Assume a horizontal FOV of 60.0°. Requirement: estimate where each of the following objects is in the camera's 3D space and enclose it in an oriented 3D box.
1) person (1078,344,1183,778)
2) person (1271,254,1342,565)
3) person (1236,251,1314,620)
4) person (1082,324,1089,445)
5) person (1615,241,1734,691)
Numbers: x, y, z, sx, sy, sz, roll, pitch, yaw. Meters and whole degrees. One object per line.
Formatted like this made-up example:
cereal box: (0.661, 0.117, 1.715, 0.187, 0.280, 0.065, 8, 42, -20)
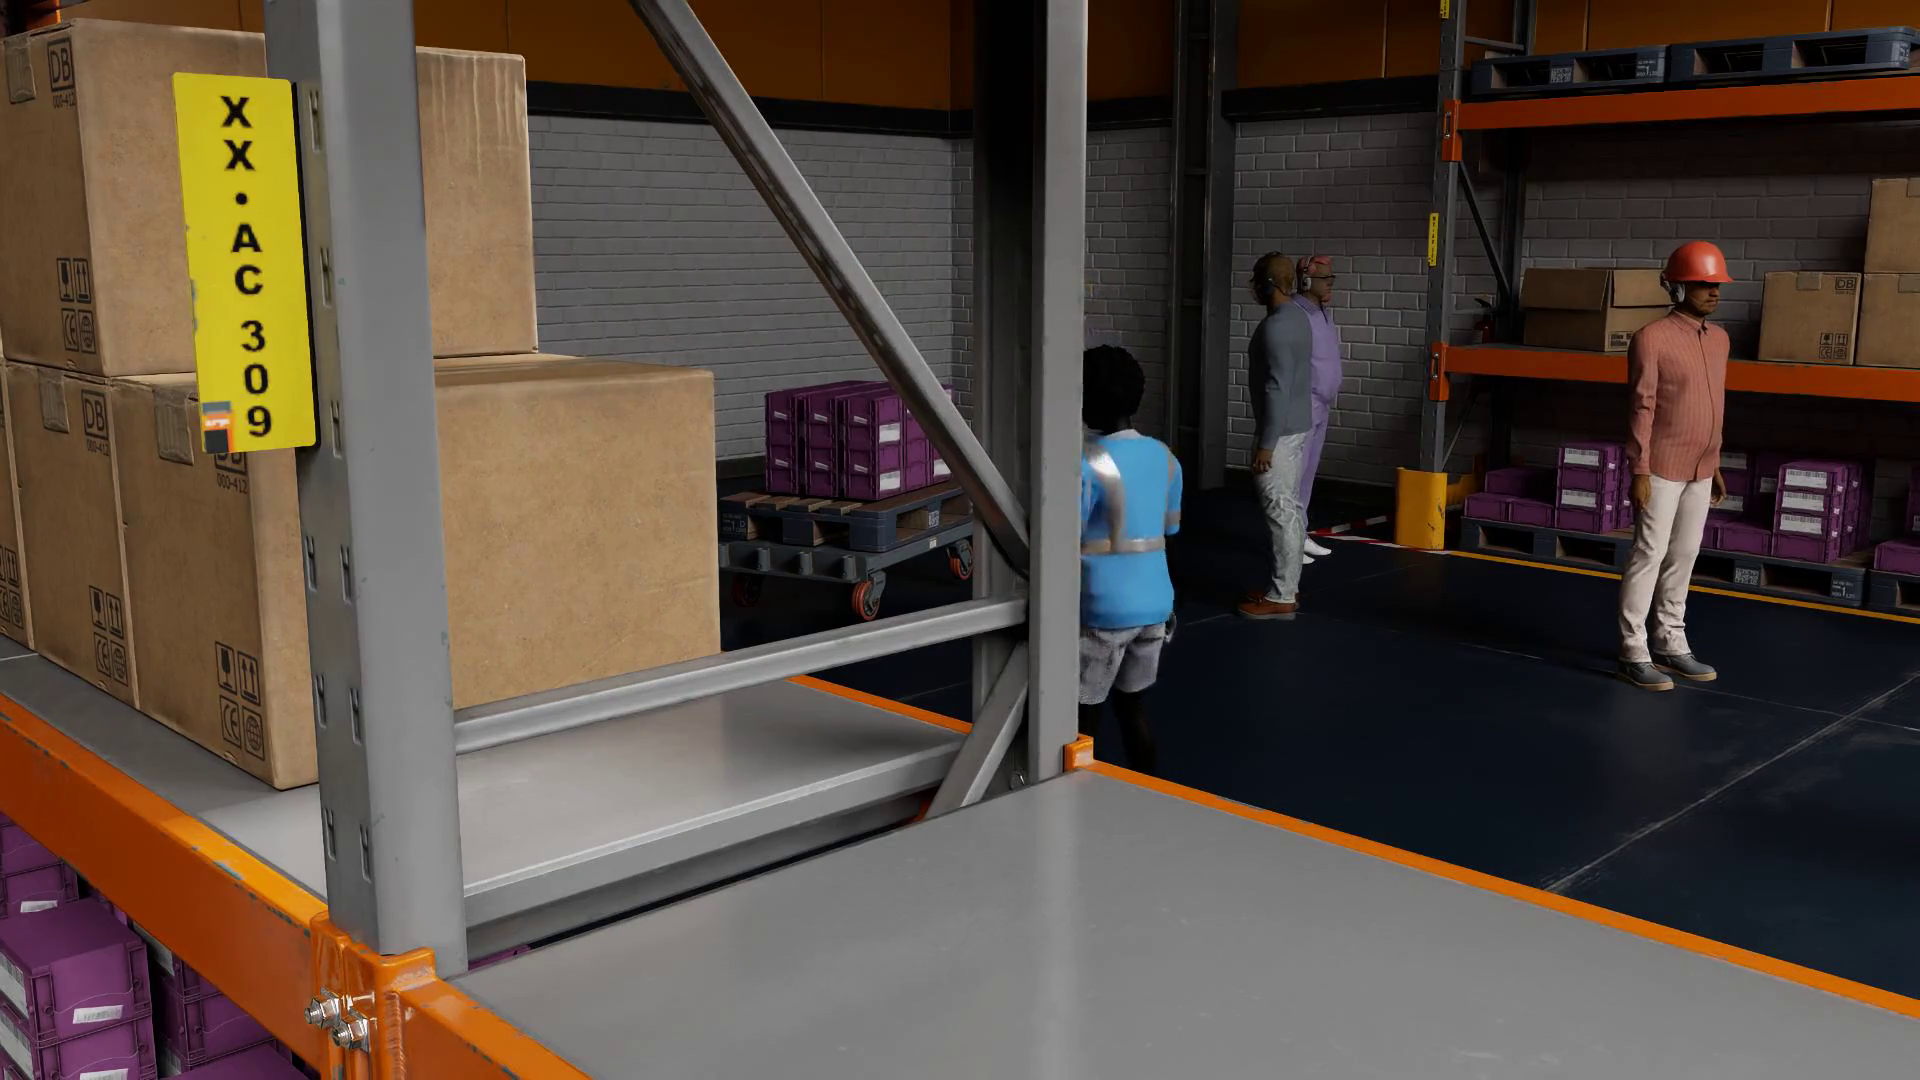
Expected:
person: (0.482, 0.213, 5.345, 0.410, 1.684, 0.528, 8, 13, 38)
person: (2.164, -0.812, 10.339, 0.402, 1.906, 0.652, 6, 12, 29)
person: (1.675, -0.544, 8.796, 0.371, 1.936, 0.629, 4, 11, 21)
person: (0.698, -0.842, 10.809, 0.850, 1.798, 0.593, 7, 13, 35)
person: (3.219, -0.329, 7.460, 0.622, 1.994, 0.381, -6, 12, -31)
